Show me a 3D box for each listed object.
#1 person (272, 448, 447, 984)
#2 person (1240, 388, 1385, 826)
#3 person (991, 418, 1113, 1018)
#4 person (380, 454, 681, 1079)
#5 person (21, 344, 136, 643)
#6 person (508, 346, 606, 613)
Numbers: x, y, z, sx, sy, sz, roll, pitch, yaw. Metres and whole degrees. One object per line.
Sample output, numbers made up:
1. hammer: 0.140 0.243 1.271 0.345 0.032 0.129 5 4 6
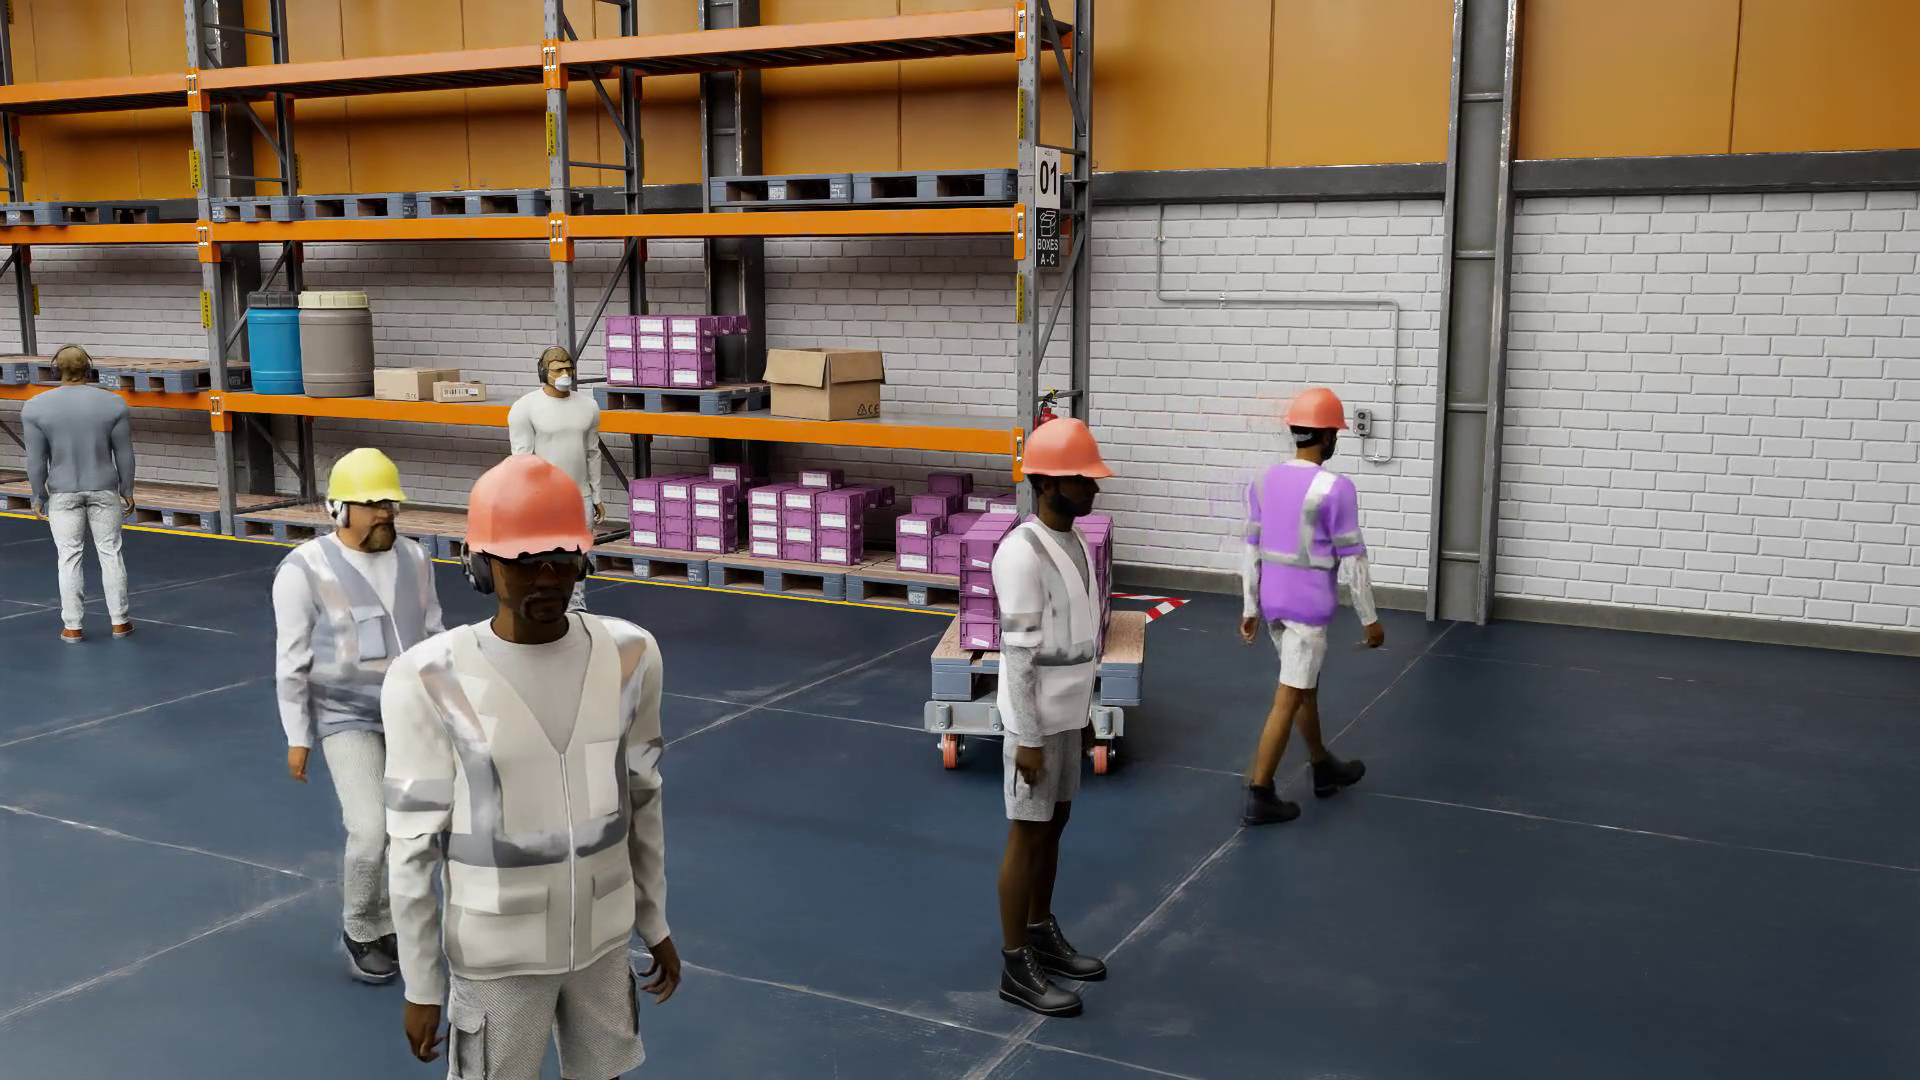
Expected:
1. person: -1.962 0.596 5.640 0.497 1.818 0.618 6 11 33
2. person: 1.593 0.284 7.342 0.923 1.896 0.557 -5 11 -29
3. person: 0.315 0.566 5.472 0.365 1.939 0.542 4 10 24
4. person: -0.866 0.835 3.487 0.615 2.043 0.373 -7 12 -38
5. person: -5.696 -0.300 10.812 0.631 1.940 0.369 -5 11 -29
6. person: -2.525 -0.253 10.522 0.630 1.940 0.372 -9 13 -44
